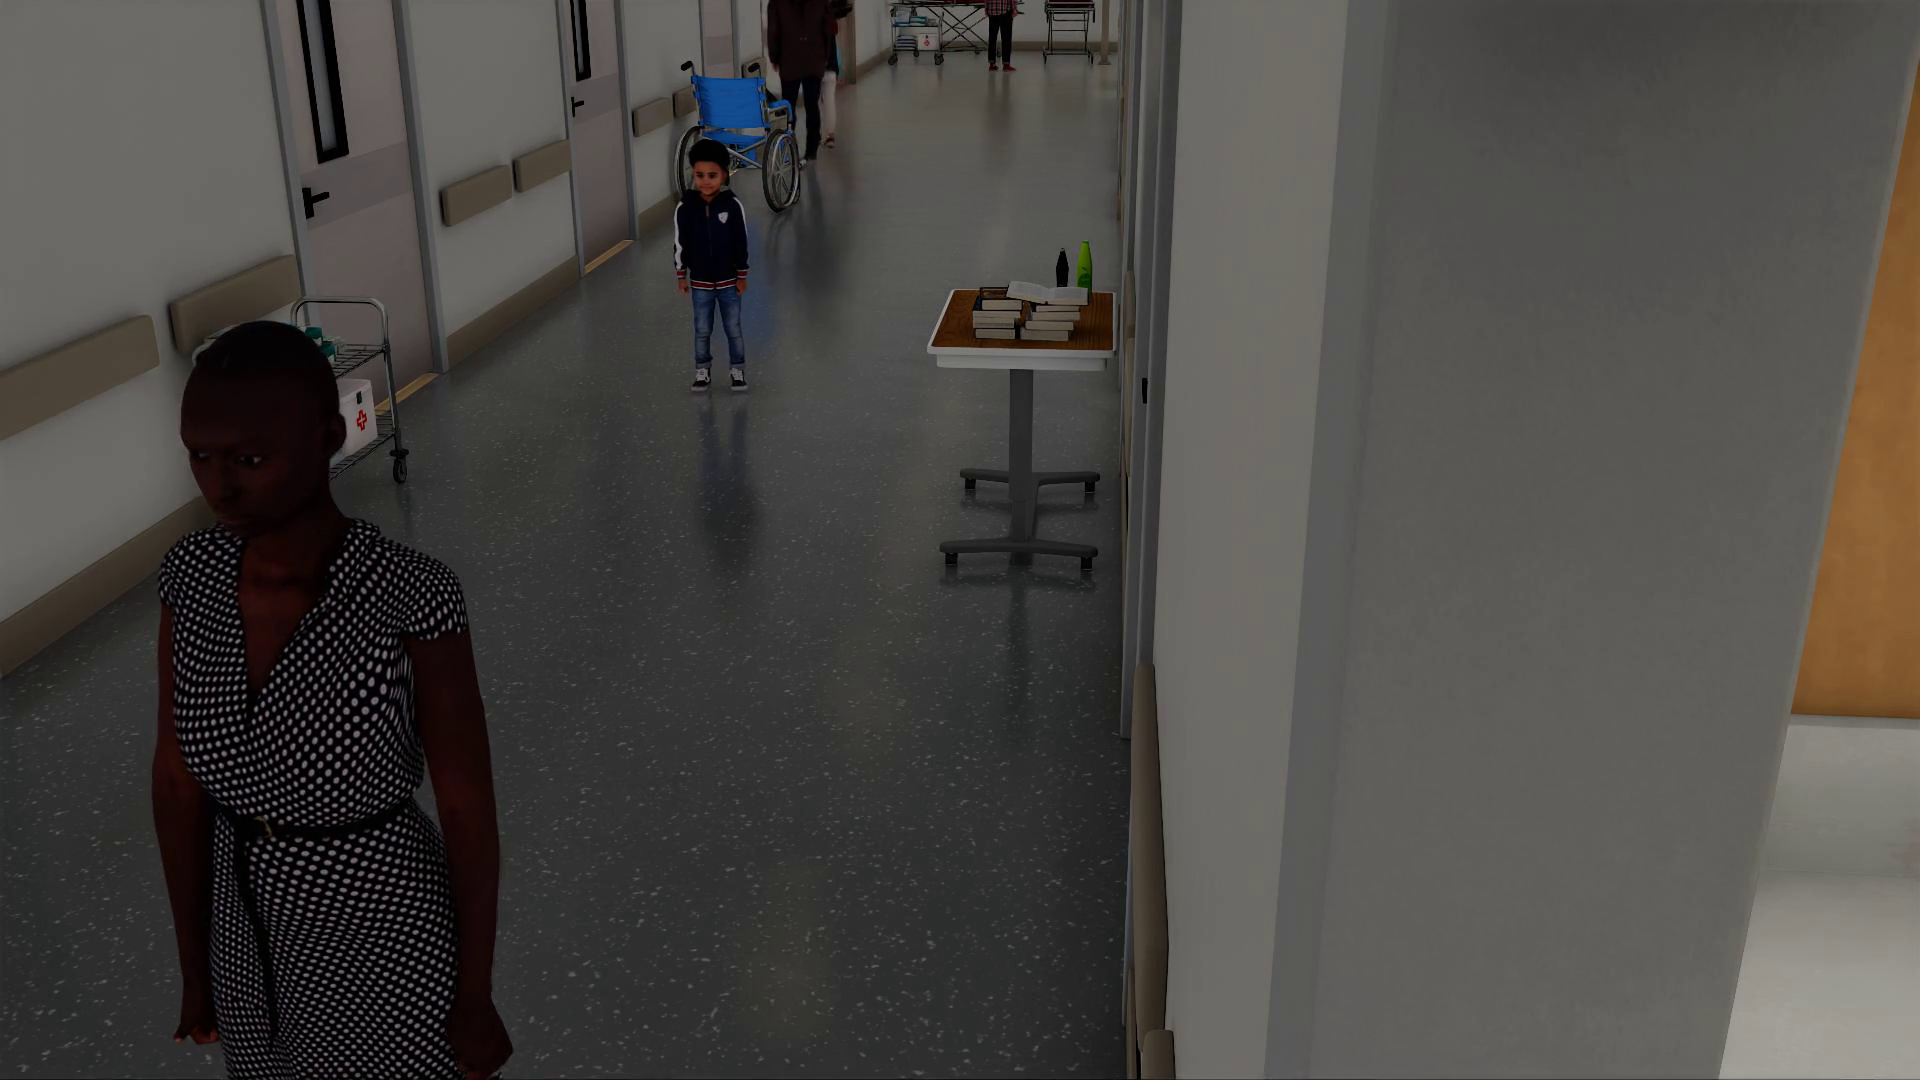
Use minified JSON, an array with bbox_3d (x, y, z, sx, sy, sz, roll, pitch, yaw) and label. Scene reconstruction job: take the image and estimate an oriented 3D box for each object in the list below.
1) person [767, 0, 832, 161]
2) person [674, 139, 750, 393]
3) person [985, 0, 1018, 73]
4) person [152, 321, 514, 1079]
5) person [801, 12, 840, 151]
[{"bbox_3d":[-1.436,-4.373,15.298,0.948,1.794,1.241,-3,21,-9],"label":"person"},{"bbox_3d":[-1.187,-1.320,8.045,0.521,1.221,0.481,0,21,0],"label":"person"},{"bbox_3d":[0.591,-7.781,24.343,0.771,1.761,0.742,10,23,25],"label":"person"},{"bbox_3d":[-0.811,0.577,2.233,0.639,1.790,0.558,4,21,11],"label":"person"},{"bbox_3d":[-1.323,-4.501,16.101,0.891,1.464,1.057,-9,23,-23],"label":"person"}]
